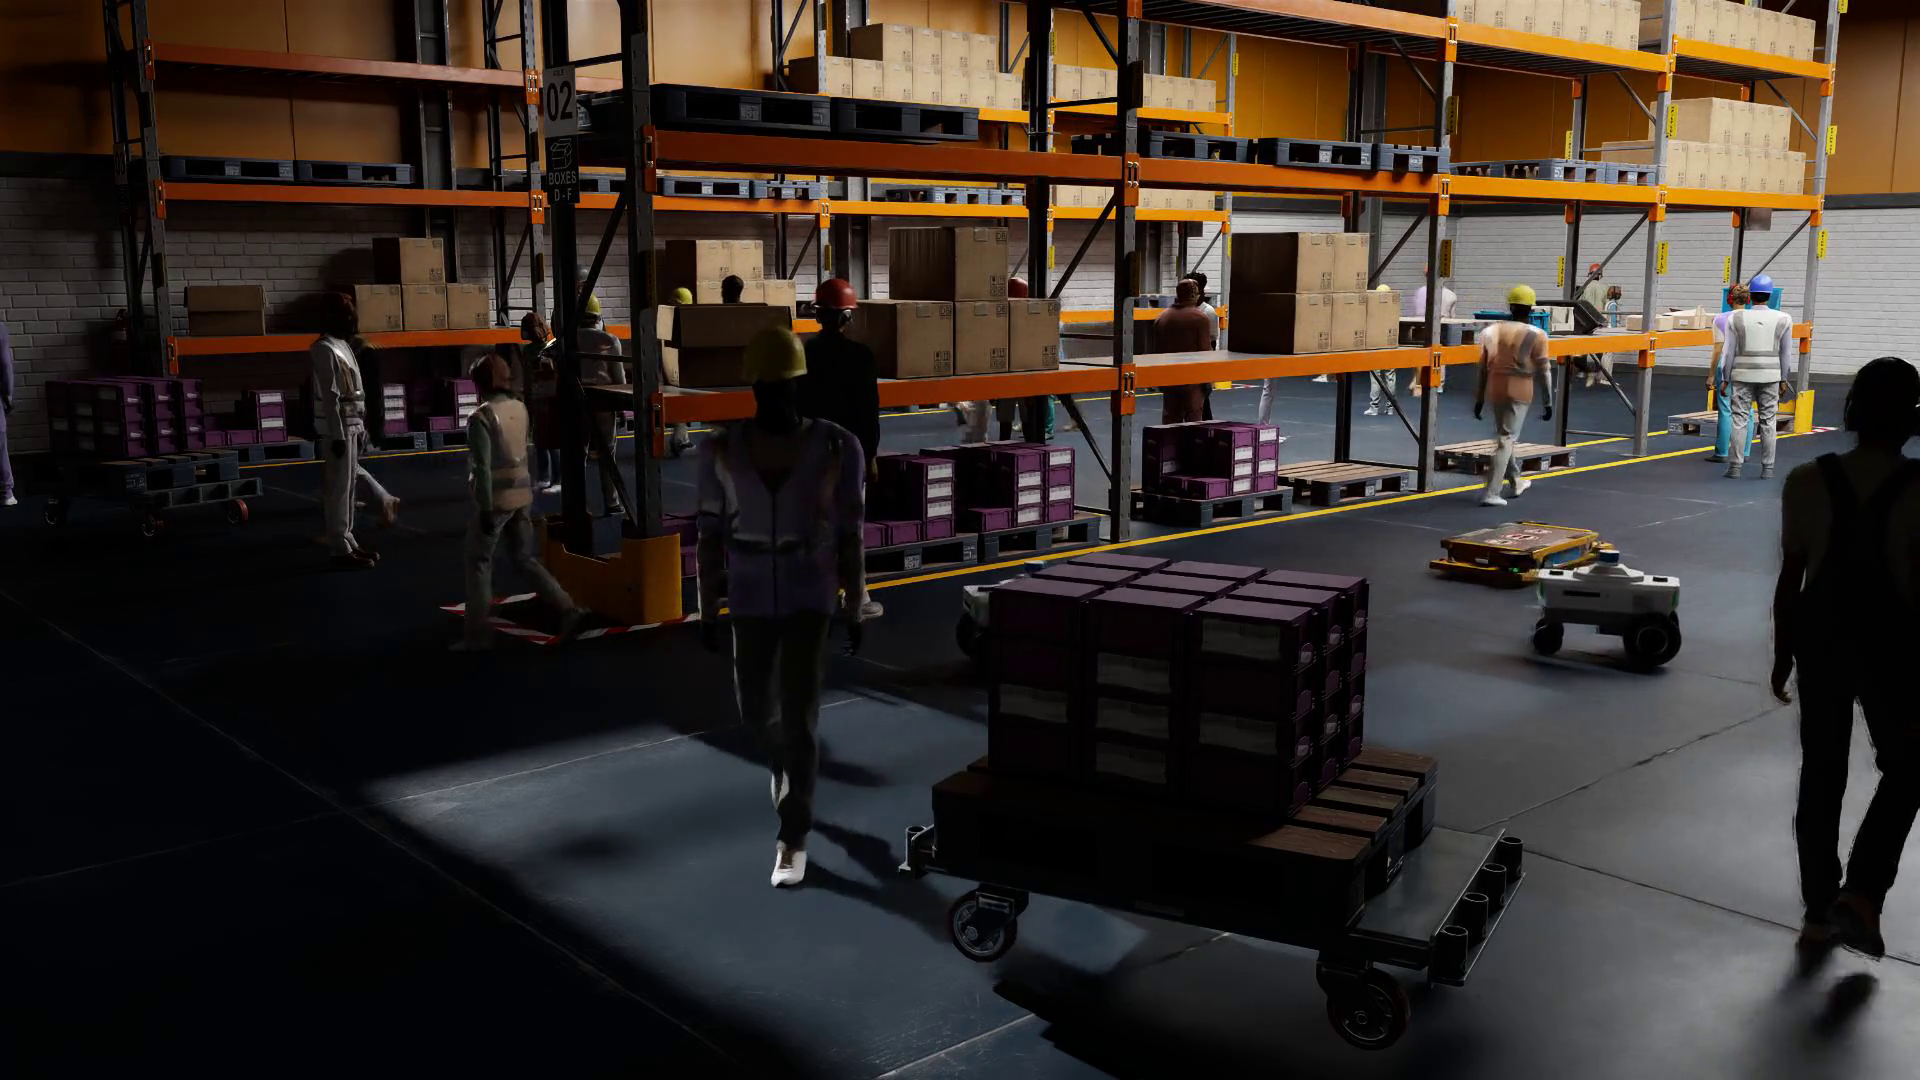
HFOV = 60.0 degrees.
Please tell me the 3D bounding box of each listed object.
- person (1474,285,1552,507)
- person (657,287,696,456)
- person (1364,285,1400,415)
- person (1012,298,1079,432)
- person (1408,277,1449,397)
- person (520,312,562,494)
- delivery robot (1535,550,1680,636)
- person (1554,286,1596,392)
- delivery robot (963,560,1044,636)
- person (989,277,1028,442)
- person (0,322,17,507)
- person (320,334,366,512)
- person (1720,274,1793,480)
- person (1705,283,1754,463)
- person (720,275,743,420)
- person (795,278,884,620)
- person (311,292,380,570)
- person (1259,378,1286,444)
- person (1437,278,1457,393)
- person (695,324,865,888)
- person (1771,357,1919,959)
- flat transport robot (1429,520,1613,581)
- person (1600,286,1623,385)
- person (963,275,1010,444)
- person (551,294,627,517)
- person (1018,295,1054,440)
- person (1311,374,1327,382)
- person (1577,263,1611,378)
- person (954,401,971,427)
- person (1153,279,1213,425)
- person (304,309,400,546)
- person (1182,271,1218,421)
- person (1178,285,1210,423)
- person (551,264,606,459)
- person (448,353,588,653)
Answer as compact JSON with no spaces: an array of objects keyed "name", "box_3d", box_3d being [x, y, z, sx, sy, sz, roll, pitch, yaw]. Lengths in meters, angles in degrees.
[{"name":"person","box_3d":[4.775,-1.239,14.291,0.999,1.866,0.610,-9,13,-42]},{"name":"person","box_3d":[-2.999,-1.803,17.804,0.599,1.797,0.833,2,10,13]},{"name":"person","box_3d":[5.644,-2.544,22.304,0.493,1.742,0.322,-3,10,-15]},{"name":"person","box_3d":[1.087,-2.119,20.081,0.880,1.654,0.543,0,10,2]},{"name":"person","box_3d":[7.074,-3.147,25.093,0.566,2.010,0.625,-4,10,-20]},{"name":"person","box_3d":[-3.779,-1.229,14.960,0.288,1.626,0.498,-9,13,-41]},{"name":"delivery robot","box_3d":[3.451,0.295,8.880,0.707,0.478,0.477,4,10,21]},{"name":"person","box_3d":[9.614,-3.131,25.931,0.556,1.684,0.540,-3,10,-17]},{"name":"delivery robot","box_3d":[0.383,0.347,8.577,0.707,0.478,0.477,-2,10,-10]},{"name":"person","box_3d":[0.511,-1.379,14.927,0.546,1.934,0.376,4,10,20]},{"name":"person","box_3d":[-8.315,-1.201,13.989,0.643,1.902,0.400,-6,11,-30]},{"name":"person","box_3d":[-5.178,-1.054,13.903,0.267,1.631,0.507,0,10,-2]},{"name":"person","box_3d":[7.566,-1.542,15.835,0.605,1.949,0.399,3,10,18]},{"name":"person","box_3d":[7.956,-1.701,17.062,0.563,1.847,0.388,-1,10,-6]},{"name":"person","box_3d":[-2.378,-1.840,17.672,0.409,1.916,0.611,-3,10,-18]},{"name":"person","box_3d":[-0.736,-0.521,9.720,0.612,1.995,0.393,4,11,25]},{"name":"person","box_3d":[-4.208,-0.741,11.344,0.355,1.882,0.575,-2,10,-10]},{"name":"person","box_3d":[3.575,-2.040,18.971,0.328,1.876,0.514,3,10,17]},{"name":"person","box_3d":[7.346,-3.212,25.782,0.654,1.896,0.400,-1,10,-4]},{"name":"person","box_3d":[-0.622,0.186,5.877,0.595,1.904,0.812,1,10,4]},{"name":"person","box_3d":[2.691,0.371,4.989,0.511,1.834,0.441,8,13,41]},{"name":"flat transport robot","box_3d":[3.852,0.061,11.357,0.652,0.197,1.431,9,13,43]},{"name":"person","box_3d":[10.750,-3.371,27.451,0.308,1.641,0.514,2,10,11]},{"name":"person","box_3d":[0.327,-1.903,17.913,0.504,1.959,0.633,-8,12,-38]},{"name":"person","box_3d":[-3.001,-1.095,13.545,0.600,1.836,0.404,0,10,3]},{"name":"person","box_3d":[0.906,-2.031,19.250,0.329,1.762,0.523,-6,12,-33]},{"name":"person","box_3d":[6.273,-3.578,28.086,0.580,1.863,0.512,-5,11,-28]},{"name":"person","box_3d":[11.079,-3.836,29.131,0.623,1.992,0.397,3,10,17]},{"name":"person","box_3d":[0.019,-2.333,20.565,0.637,1.920,0.592,4,11,25]},{"name":"person","box_3d":[2.200,-1.582,16.216,0.636,1.903,0.405,9,13,41]},{"name":"person","box_3d":[-4.580,-0.896,12.495,0.631,1.819,0.797,5,11,28]},{"name":"person","box_3d":[2.511,-1.860,17.647,0.365,1.964,0.610,-3,10,-16]},{"name":"person","box_3d":[2.564,-1.957,18.300,0.358,1.938,0.542,7,12,37]},{"name":"person","box_3d":[-3.957,-1.885,17.573,0.682,2.000,0.537,8,13,40]},{"name":"person","box_3d":[-2.385,-0.190,8.899,0.682,1.618,0.526,4,10,20]}]
